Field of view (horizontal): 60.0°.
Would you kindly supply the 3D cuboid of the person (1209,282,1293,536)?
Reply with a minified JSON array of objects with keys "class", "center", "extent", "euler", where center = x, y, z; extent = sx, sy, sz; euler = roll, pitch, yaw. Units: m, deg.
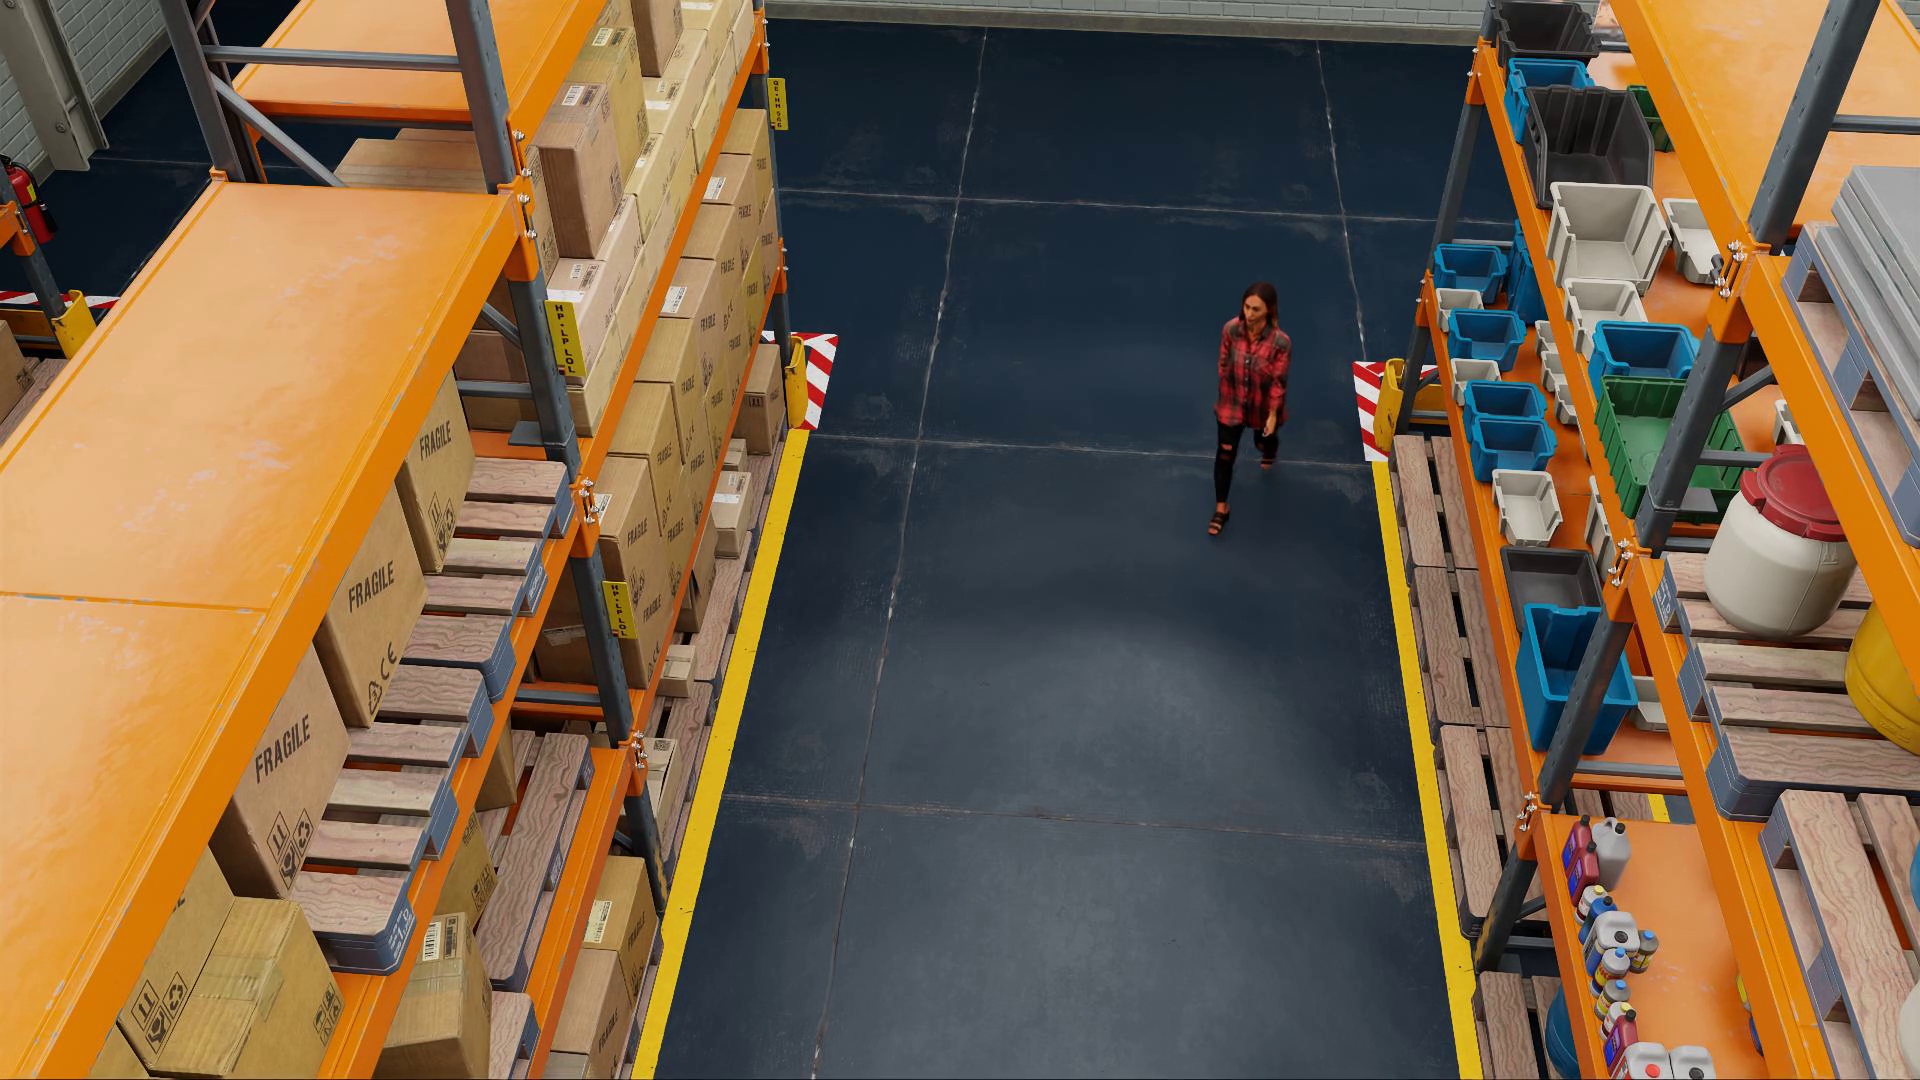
[{"class":"person","center":[1.769,-0.846,9.890],"extent":[0.871,1.673,1.157],"euler":[19,46,19]}]
